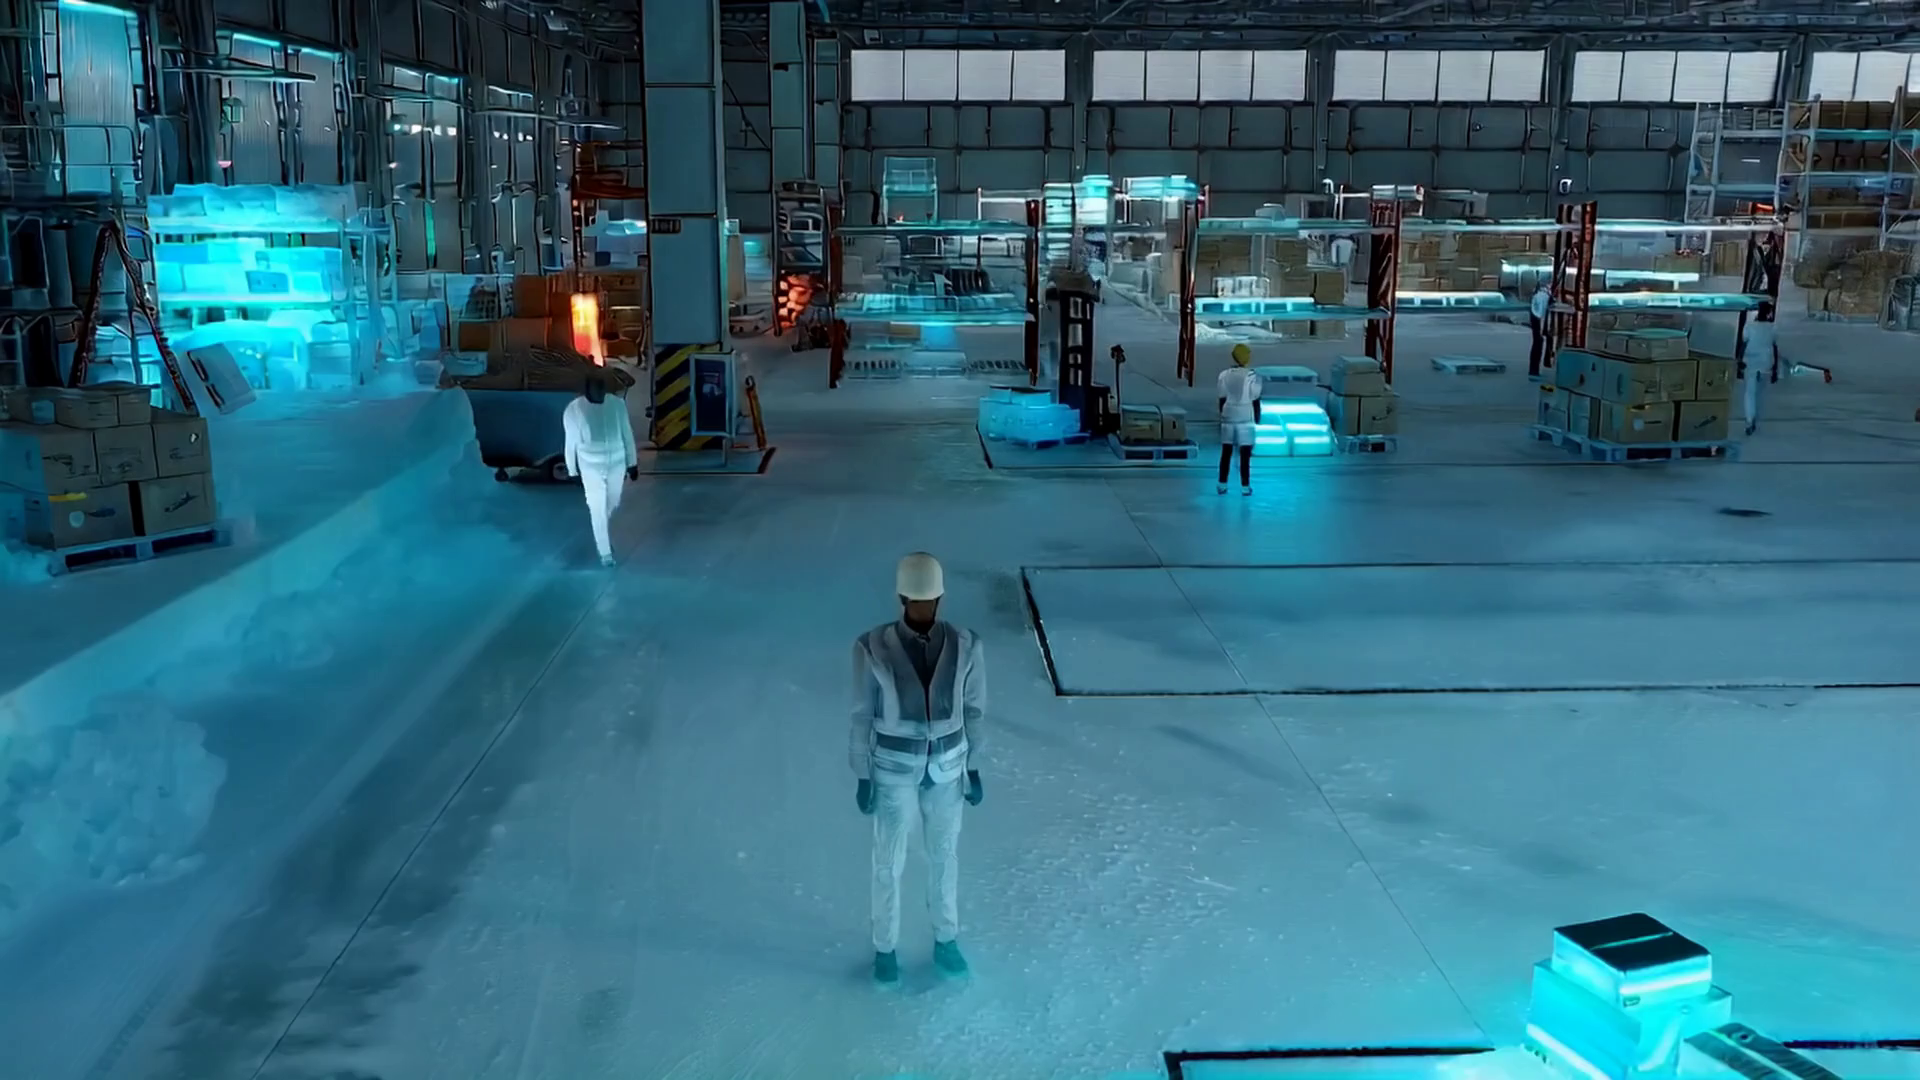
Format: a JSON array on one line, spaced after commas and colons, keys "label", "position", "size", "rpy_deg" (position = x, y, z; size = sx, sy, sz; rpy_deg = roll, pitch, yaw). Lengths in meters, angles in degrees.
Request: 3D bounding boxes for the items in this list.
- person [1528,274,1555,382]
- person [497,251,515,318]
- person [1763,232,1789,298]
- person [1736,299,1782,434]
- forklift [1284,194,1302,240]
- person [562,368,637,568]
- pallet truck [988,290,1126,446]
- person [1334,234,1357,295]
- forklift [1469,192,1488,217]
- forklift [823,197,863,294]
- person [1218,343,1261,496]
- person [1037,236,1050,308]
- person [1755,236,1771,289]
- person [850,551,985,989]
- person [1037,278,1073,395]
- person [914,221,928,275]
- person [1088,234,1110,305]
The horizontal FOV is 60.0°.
[{"label": "person", "position": [9.950, -3.628, 28.476], "size": [0.351, 1.839, 0.506], "rpy_deg": [4, 13, 16]}, {"label": "person", "position": [-11.174, -6.259, 40.832], "size": [0.313, 1.634, 0.515], "rpy_deg": [-10, 16, -38]}, {"label": "person", "position": [23.233, -7.804, 47.231], "size": [0.605, 1.873, 0.861], "rpy_deg": [-2, 13, -10]}, {"label": "person", "position": [10.983, -2.384, 22.874], "size": [0.525, 1.843, 0.853], "rpy_deg": [4, 13, 17]}, {"label": "forklift", "position": [10.940, -9.999, 54.865], "size": [1.873, 2.768, 1.129], "rpy_deg": [0, 12, -2]}, {"label": "person", "position": [-3.334, -0.703, 15.335], "size": [0.619, 1.813, 0.883], "rpy_deg": [-8, 15, -31]}, {"label": "pallet truck", "position": [1.257, -2.299, 22.111], "size": [1.885, 1.965, 0.823], "rpy_deg": [-9, 15, -35]}, {"label": "person", "position": [11.283, -8.149, 48.752], "size": [0.658, 1.893, 0.954], "rpy_deg": [2, 13, 9]}, {"label": "forklift", "position": [18.635, -11.137, 60.003], "size": [1.873, 2.768, 1.129], "rpy_deg": [0, 12, -2]}, {"label": "forklift", "position": [-3.870, -8.636, 48.712], "size": [1.873, 2.768, 1.129], "rpy_deg": [-4, 13, -17]}, {"label": "person", "position": [3.102, -1.341, 18.492], "size": [0.534, 1.692, 0.321], "rpy_deg": [10, 16, 39]}, {"label": "person", "position": [2.219, -7.078, 43.949], "size": [0.352, 1.883, 0.576], "rpy_deg": [1, 13, 6]}, {"label": "person", "position": [24.687, -8.519, 51.078], "size": [0.784, 1.607, 0.532], "rpy_deg": [-10, 16, -38]}, {"label": "person", "position": [-0.182, 1.000, 7.325], "size": [0.605, 1.951, 0.383], "rpy_deg": [-4, 13, -16]}, {"label": "person", "position": [1.444, -3.233, 26.581], "size": [0.901, 1.878, 0.610], "rpy_deg": [-9, 16, -37]}, {"label": "person", "position": [-1.308, -9.756, 55.946], "size": [0.596, 1.917, 0.656], "rpy_deg": [4, 13, 17]}, {"label": "person", "position": [3.801, -7.286, 44.851], "size": [0.561, 1.891, 0.994], "rpy_deg": [-5, 13, -22]}]
